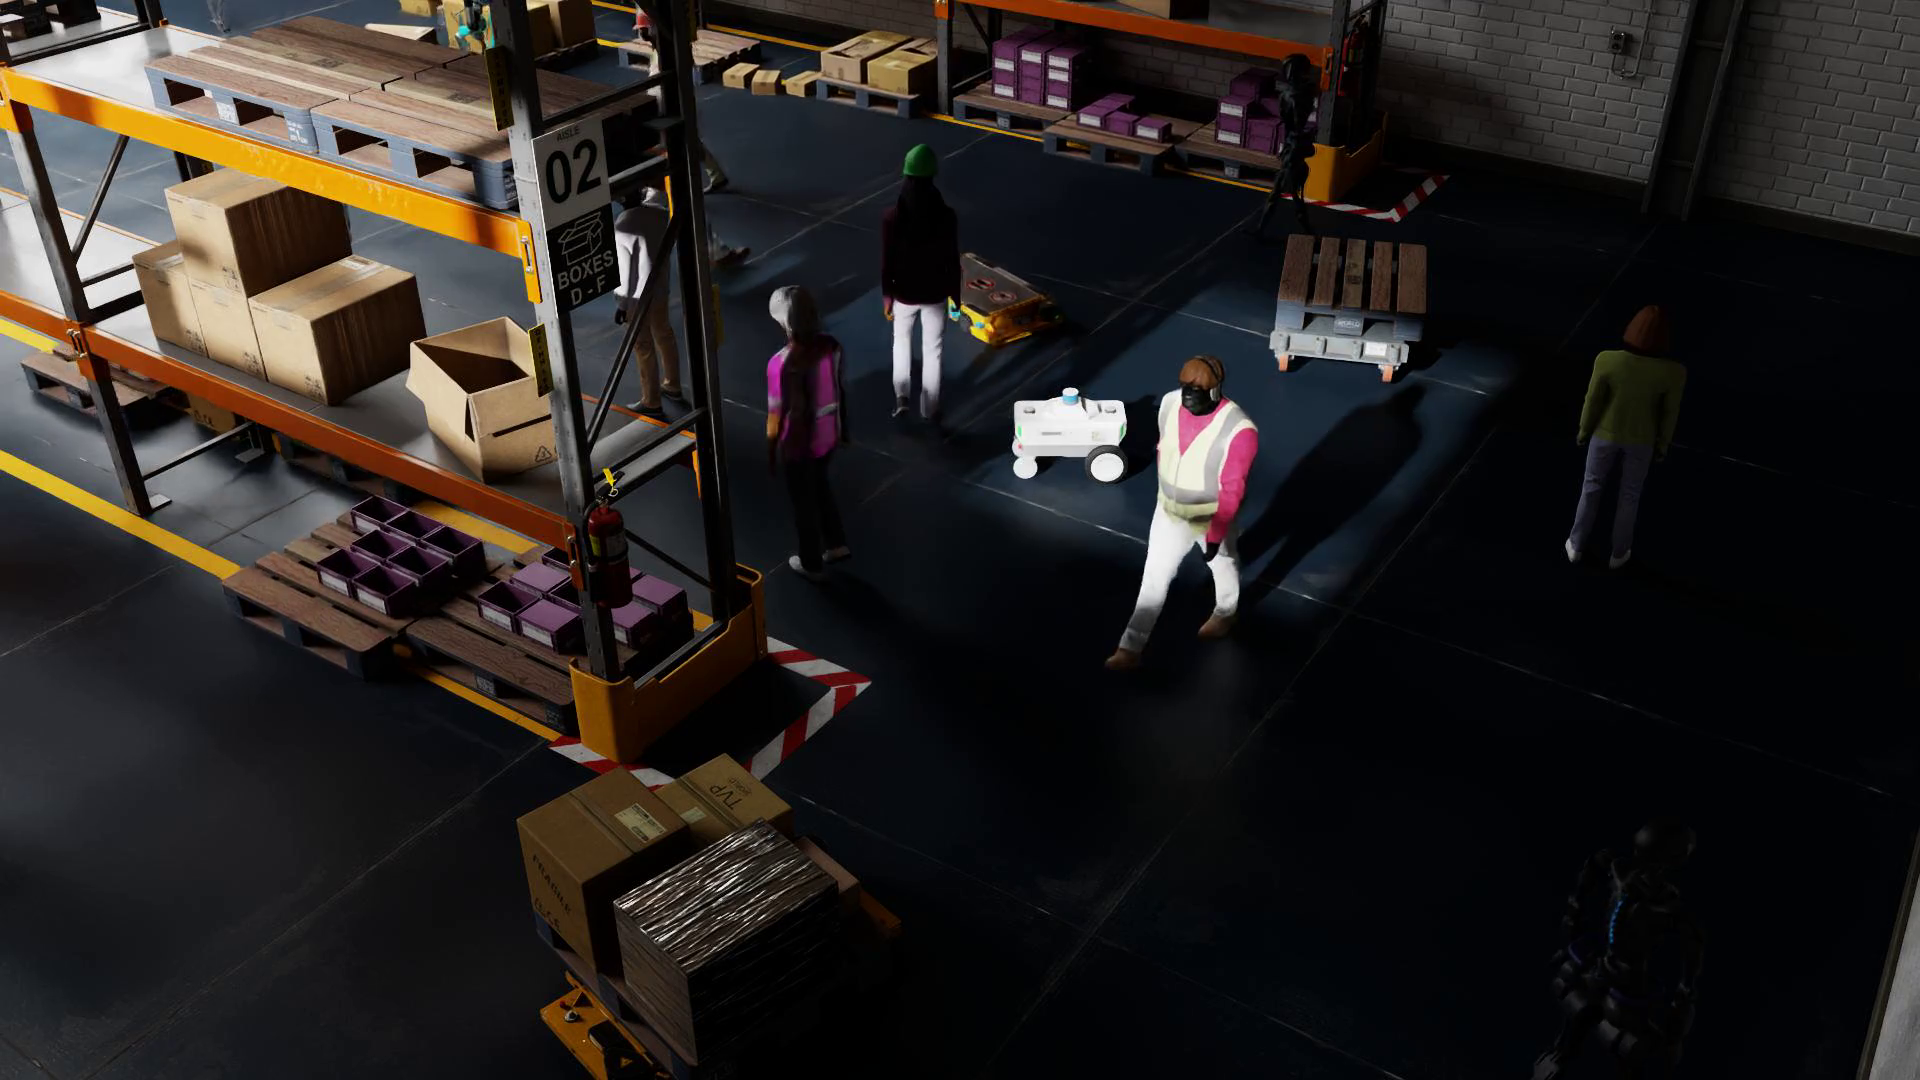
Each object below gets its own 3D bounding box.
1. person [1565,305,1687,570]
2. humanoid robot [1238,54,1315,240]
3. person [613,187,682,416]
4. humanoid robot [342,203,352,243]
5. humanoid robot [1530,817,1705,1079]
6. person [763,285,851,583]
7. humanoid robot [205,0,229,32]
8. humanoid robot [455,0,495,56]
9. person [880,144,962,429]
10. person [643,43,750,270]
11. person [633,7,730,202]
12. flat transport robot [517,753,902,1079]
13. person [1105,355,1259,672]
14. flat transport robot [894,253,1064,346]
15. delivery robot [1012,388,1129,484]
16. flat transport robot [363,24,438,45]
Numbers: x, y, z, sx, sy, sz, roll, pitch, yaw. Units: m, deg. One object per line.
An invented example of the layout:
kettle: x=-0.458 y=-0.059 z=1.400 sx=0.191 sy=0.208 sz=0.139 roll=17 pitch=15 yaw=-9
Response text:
person: x=3.791 y=-0.577 z=9.507 sx=0.508 sy=1.631 sz=0.272 roll=12 pitch=35 yaw=18
humanoid robot: x=2.665 y=-3.116 z=13.404 sx=0.680 sy=1.627 sz=0.600 roll=1 pitch=33 yaw=2
person: x=-2.135 y=-1.666 z=11.081 sx=0.347 sy=1.739 sz=0.564 roll=17 pitch=37 yaw=24
humanoid robot: x=-4.660 y=-2.224 z=11.941 sx=0.984 sy=1.730 sz=0.548 roll=7 pitch=34 yaw=11
humanoid robot: x=2.348 y=1.658 z=6.046 sx=0.414 sy=1.643 sz=0.603 roll=-17 pitch=37 yaw=-24
person: x=-0.866 y=-0.583 z=9.332 sx=0.547 sy=1.832 sz=0.406 roll=-26 pitch=41 yaw=-34
humanoid robot: x=-8.547 y=-6.577 z=18.737 sx=0.545 sy=1.893 sz=0.774 roll=-25 pitch=41 yaw=-33
humanoid robot: x=-4.824 y=-5.256 z=16.662 sx=1.044 sy=1.770 sz=0.541 roll=27 pitch=42 yaw=35
person: x=-0.240 y=-1.616 z=10.846 sx=0.542 sy=1.934 sz=0.452 roll=3 pitch=33 yaw=4
person: x=-2.211 y=-3.007 z=13.022 sx=1.003 sy=1.878 sz=0.633 roll=-5 pitch=33 yaw=-7
person: x=-2.458 y=-3.738 z=14.305 sx=0.916 sy=1.693 sz=0.595 roll=-7 pitch=34 yaw=-11
flat transport robot: x=-0.999 y=1.806 z=7.097 sx=1.431 sy=0.231 sz=0.659 roll=-26 pitch=41 yaw=-34
person: x=1.200 y=-0.134 z=8.685 sx=0.621 sy=1.784 sz=0.997 roll=26 pitch=41 yaw=34
flat transport robot: x=0.095 y=-1.890 z=12.778 sx=0.659 sy=0.231 sz=1.431 roll=-22 pitch=39 yaw=-30
delivery robot: x=0.712 y=-0.689 z=10.673 sx=0.802 sy=0.598 sz=0.499 roll=0 pitch=33 yaw=0
flat transport robot: x=-5.525 y=-3.972 z=15.978 sx=1.431 sy=0.231 sz=0.659 roll=6 pitch=34 yaw=9
